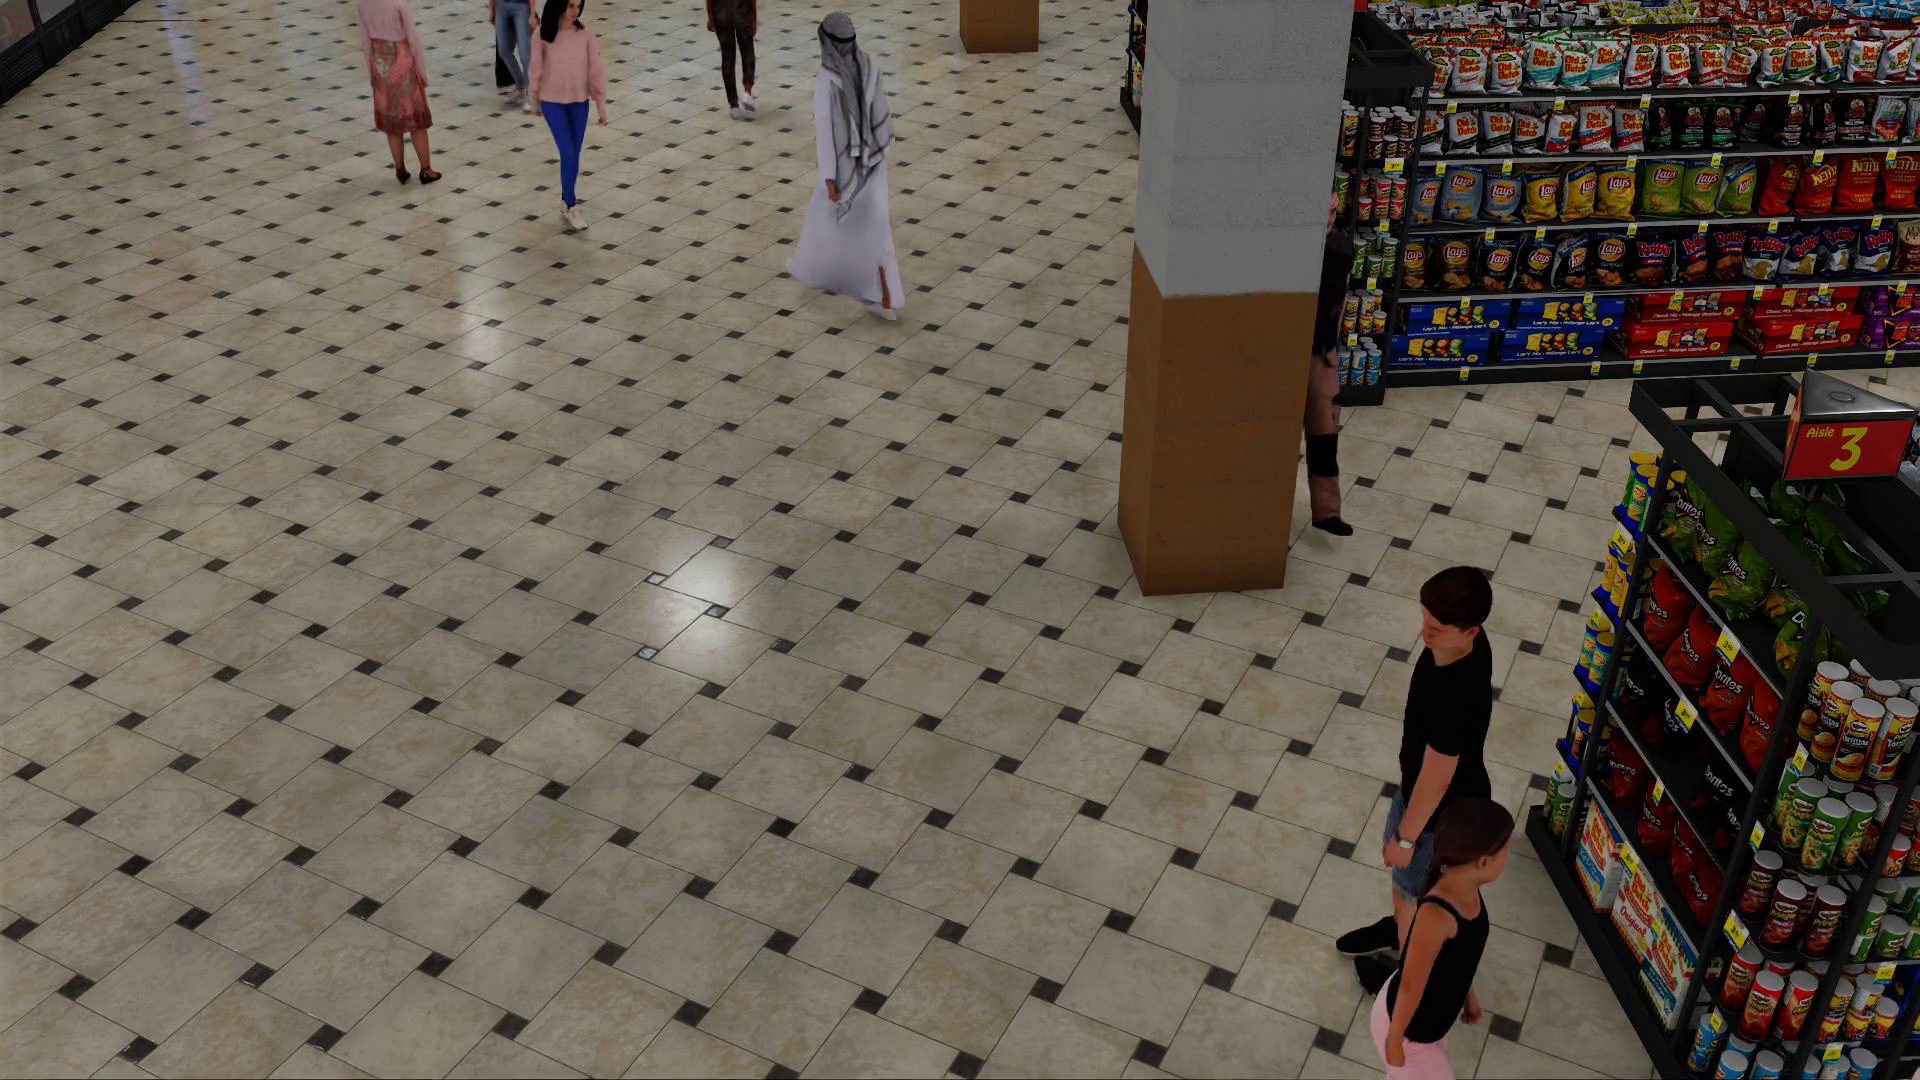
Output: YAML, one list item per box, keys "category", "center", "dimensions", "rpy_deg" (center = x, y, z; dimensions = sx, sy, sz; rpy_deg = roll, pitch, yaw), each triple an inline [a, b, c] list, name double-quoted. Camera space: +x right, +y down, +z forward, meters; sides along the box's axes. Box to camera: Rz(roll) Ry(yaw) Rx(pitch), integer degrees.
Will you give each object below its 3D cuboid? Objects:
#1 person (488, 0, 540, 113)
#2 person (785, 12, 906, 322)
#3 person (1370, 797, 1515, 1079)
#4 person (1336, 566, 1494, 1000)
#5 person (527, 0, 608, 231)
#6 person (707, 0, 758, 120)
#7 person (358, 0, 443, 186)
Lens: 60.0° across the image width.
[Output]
- category: "person"
  center: [-3.787, -4.491, 14.082]
  dimensions: [0.685, 1.703, 0.823]
  rpy_deg: [16, 35, 24]
- category: "person"
  center: [-0.602, -2.259, 10.330]
  dimensions: [1.261, 1.878, 1.211]
  rpy_deg: [-24, 39, -33]
- category: "person"
  center: [1.262, 1.373, 4.809]
  dimensions: [0.720, 1.542, 0.660]
  rpy_deg: [20, 37, 28]
- category: "person"
  center: [1.574, 0.859, 5.363]
  dimensions: [0.737, 1.831, 0.780]
  rpy_deg: [13, 34, 20]
- category: "person"
  center: [-2.830, -3.067, 11.778]
  dimensions: [0.819, 1.719, 0.868]
  rpy_deg: [-10, 33, -16]
- category: "person"
  center: [-1.895, -4.327, 13.835]
  dimensions: [0.625, 1.684, 0.657]
  rpy_deg: [-5, 32, -7]
- category: "person"
  center: [-4.250, -3.522, 12.535]
  dimensions: [0.542, 1.691, 0.682]
  rpy_deg: [1, 32, 2]
